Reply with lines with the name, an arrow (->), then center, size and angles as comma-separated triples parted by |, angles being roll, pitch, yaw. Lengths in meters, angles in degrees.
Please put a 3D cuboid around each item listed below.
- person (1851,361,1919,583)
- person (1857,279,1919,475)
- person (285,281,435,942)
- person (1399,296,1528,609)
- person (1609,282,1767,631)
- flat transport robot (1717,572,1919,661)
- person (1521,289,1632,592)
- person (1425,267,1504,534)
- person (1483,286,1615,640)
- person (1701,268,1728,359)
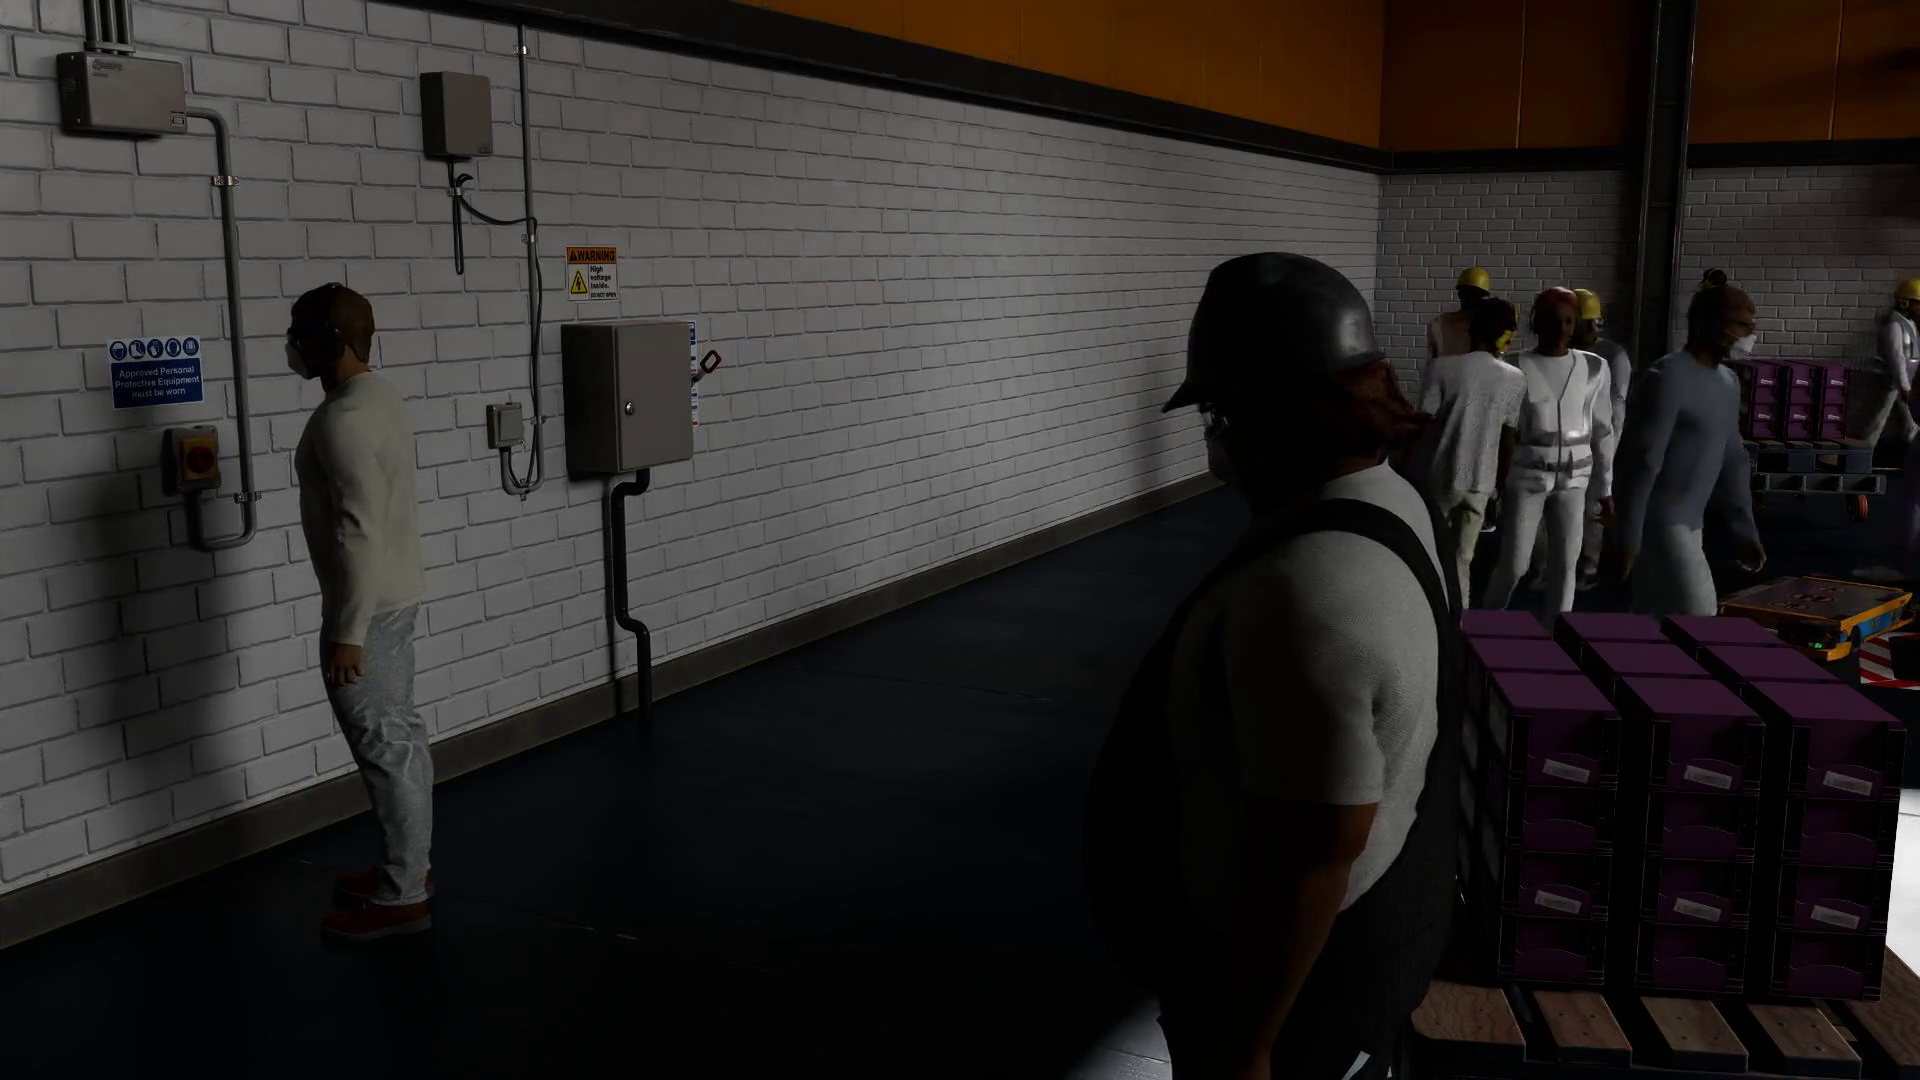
person -> 5.852, -0.643, 10.061 | 0.700, 1.882, 0.684 | -9, 13, -42
person -> 8.255, -1.365, 14.481 | 0.616, 1.788, 0.868 | -10, 14, -44
person -> -1.766, 0.214, 4.933 | 0.362, 1.938, 0.631 | -2, 10, -10
person -> 2.315, -0.218, 7.786 | 0.631, 1.827, 0.425 | 0, 10, 2
person -> 2.769, -0.016, 6.342 | 0.638, 1.908, 0.642 | 8, 13, 39
flat transport robot -> 4.506, 0.384, 8.769 | 1.431, 0.197, 0.652 | -9, 13, -42
person -> 3.609, -0.570, 9.844 | 0.660, 1.803, 0.613 | -8, 12, -38
person -> 3.656, -1.001, 12.027 | 0.585, 1.918, 0.379 | 8, 12, 38
person -> 2.769, -0.261, 7.882 | 0.595, 1.868, 0.633 | 0, 10, 0
person -> 7.341, -1.718, 16.311 | 0.519, 1.874, 0.331 | -6, 12, -32
